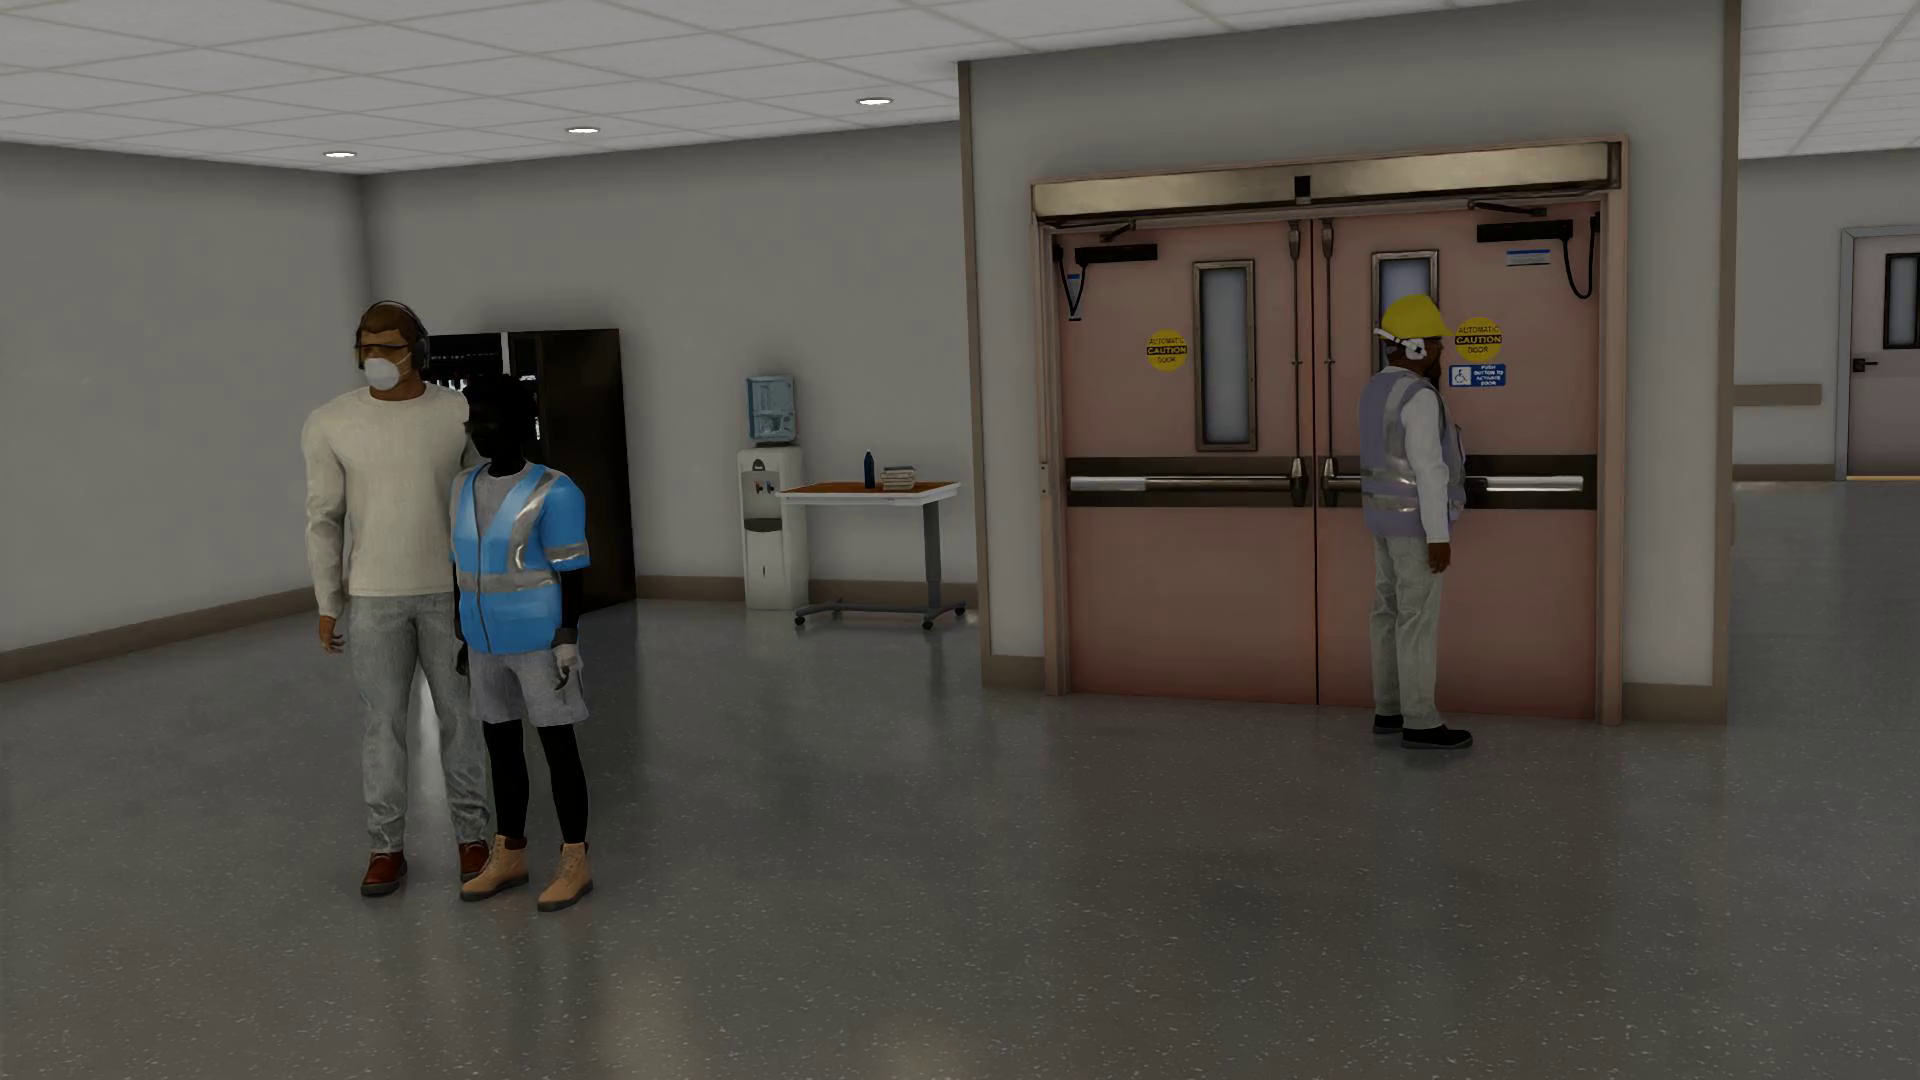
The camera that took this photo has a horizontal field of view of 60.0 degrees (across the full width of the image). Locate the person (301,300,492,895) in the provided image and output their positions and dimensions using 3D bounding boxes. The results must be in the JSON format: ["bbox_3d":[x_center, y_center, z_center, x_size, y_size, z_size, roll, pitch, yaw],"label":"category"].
[{"bbox_3d":[-1.803,0.188,5.485,0.636,1.936,0.355,-4,8,-15],"label":"person"}]

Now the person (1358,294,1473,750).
[{"bbox_3d":[1.846,-0.073,6.762,0.404,1.833,0.590,-3,7,-9],"label":"person"}]

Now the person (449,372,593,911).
[{"bbox_3d":[-1.400,0.322,5.265,0.530,1.692,0.321,1,8,27],"label":"person"}]
